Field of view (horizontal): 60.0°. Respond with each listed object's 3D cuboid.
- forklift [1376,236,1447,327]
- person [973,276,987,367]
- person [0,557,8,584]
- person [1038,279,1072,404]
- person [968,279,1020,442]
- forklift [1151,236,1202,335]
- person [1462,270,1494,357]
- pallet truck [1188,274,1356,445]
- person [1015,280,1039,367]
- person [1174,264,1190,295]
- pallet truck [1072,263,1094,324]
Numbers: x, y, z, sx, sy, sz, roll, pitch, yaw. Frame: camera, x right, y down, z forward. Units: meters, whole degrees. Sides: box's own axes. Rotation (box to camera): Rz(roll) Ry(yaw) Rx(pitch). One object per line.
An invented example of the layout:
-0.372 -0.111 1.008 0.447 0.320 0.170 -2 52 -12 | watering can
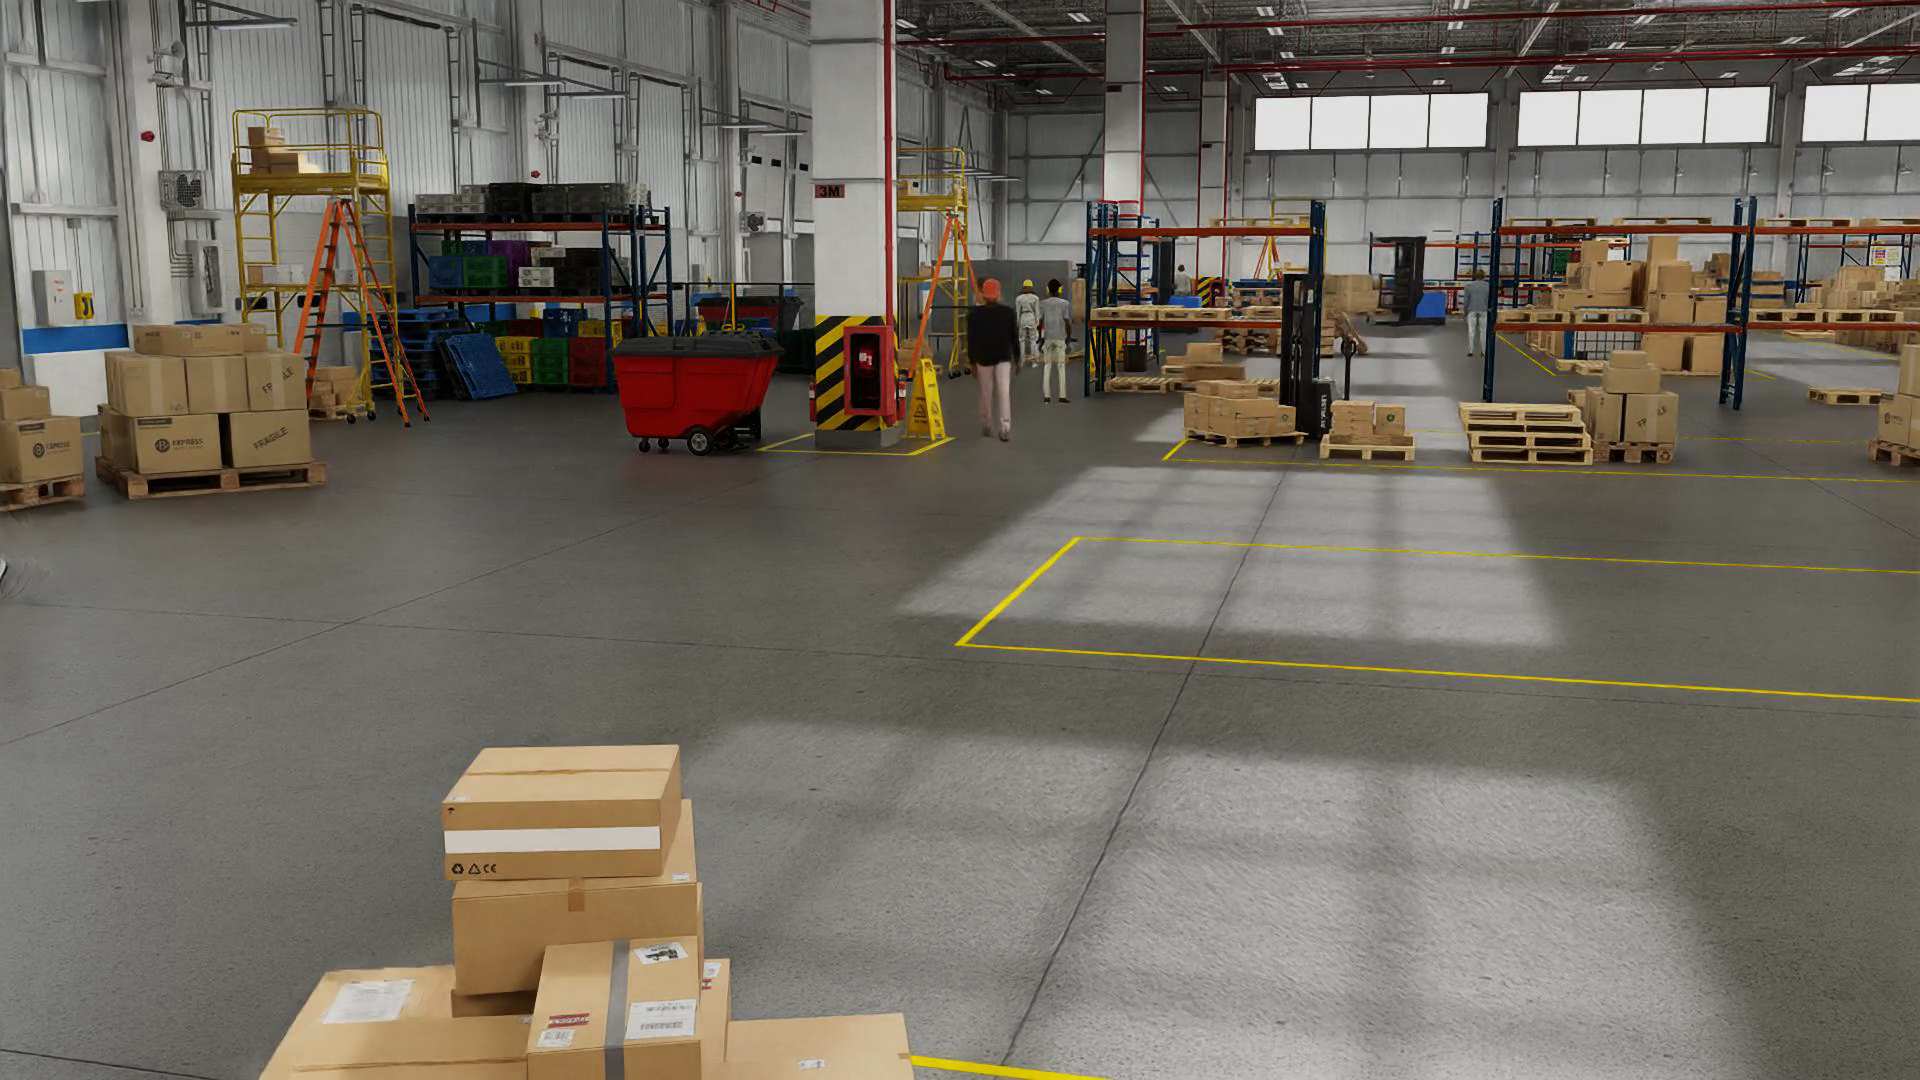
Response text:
14.177 -8.084 52.001 1.873 2.768 1.129 -2 10 -12 | forklift
0.519 -4.266 32.666 0.512 1.820 0.832 -6 11 -29 | person
-6.240 -0.480 10.109 0.620 1.902 0.631 4 11 24 | person
1.412 -2.961 24.842 0.521 1.862 0.327 3 10 15 | person
0.400 -2.140 19.812 0.619 1.929 1.019 0 10 0 | person
5.866 -7.214 46.878 1.873 2.768 1.129 2 10 14 | forklift
11.347 -4.954 36.427 0.654 1.927 0.433 2 10 12 | person
3.653 -2.138 19.590 1.885 1.965 0.823 -4 10 -20 | pallet truck
1.352 -4.305 33.116 0.484 1.736 0.311 3 10 15 | person
7.785 -8.737 58.616 0.627 1.941 0.371 3 10 15 | person
4.325 -8.180 55.162 0.823 1.965 1.885 6 11 31 | pallet truck
